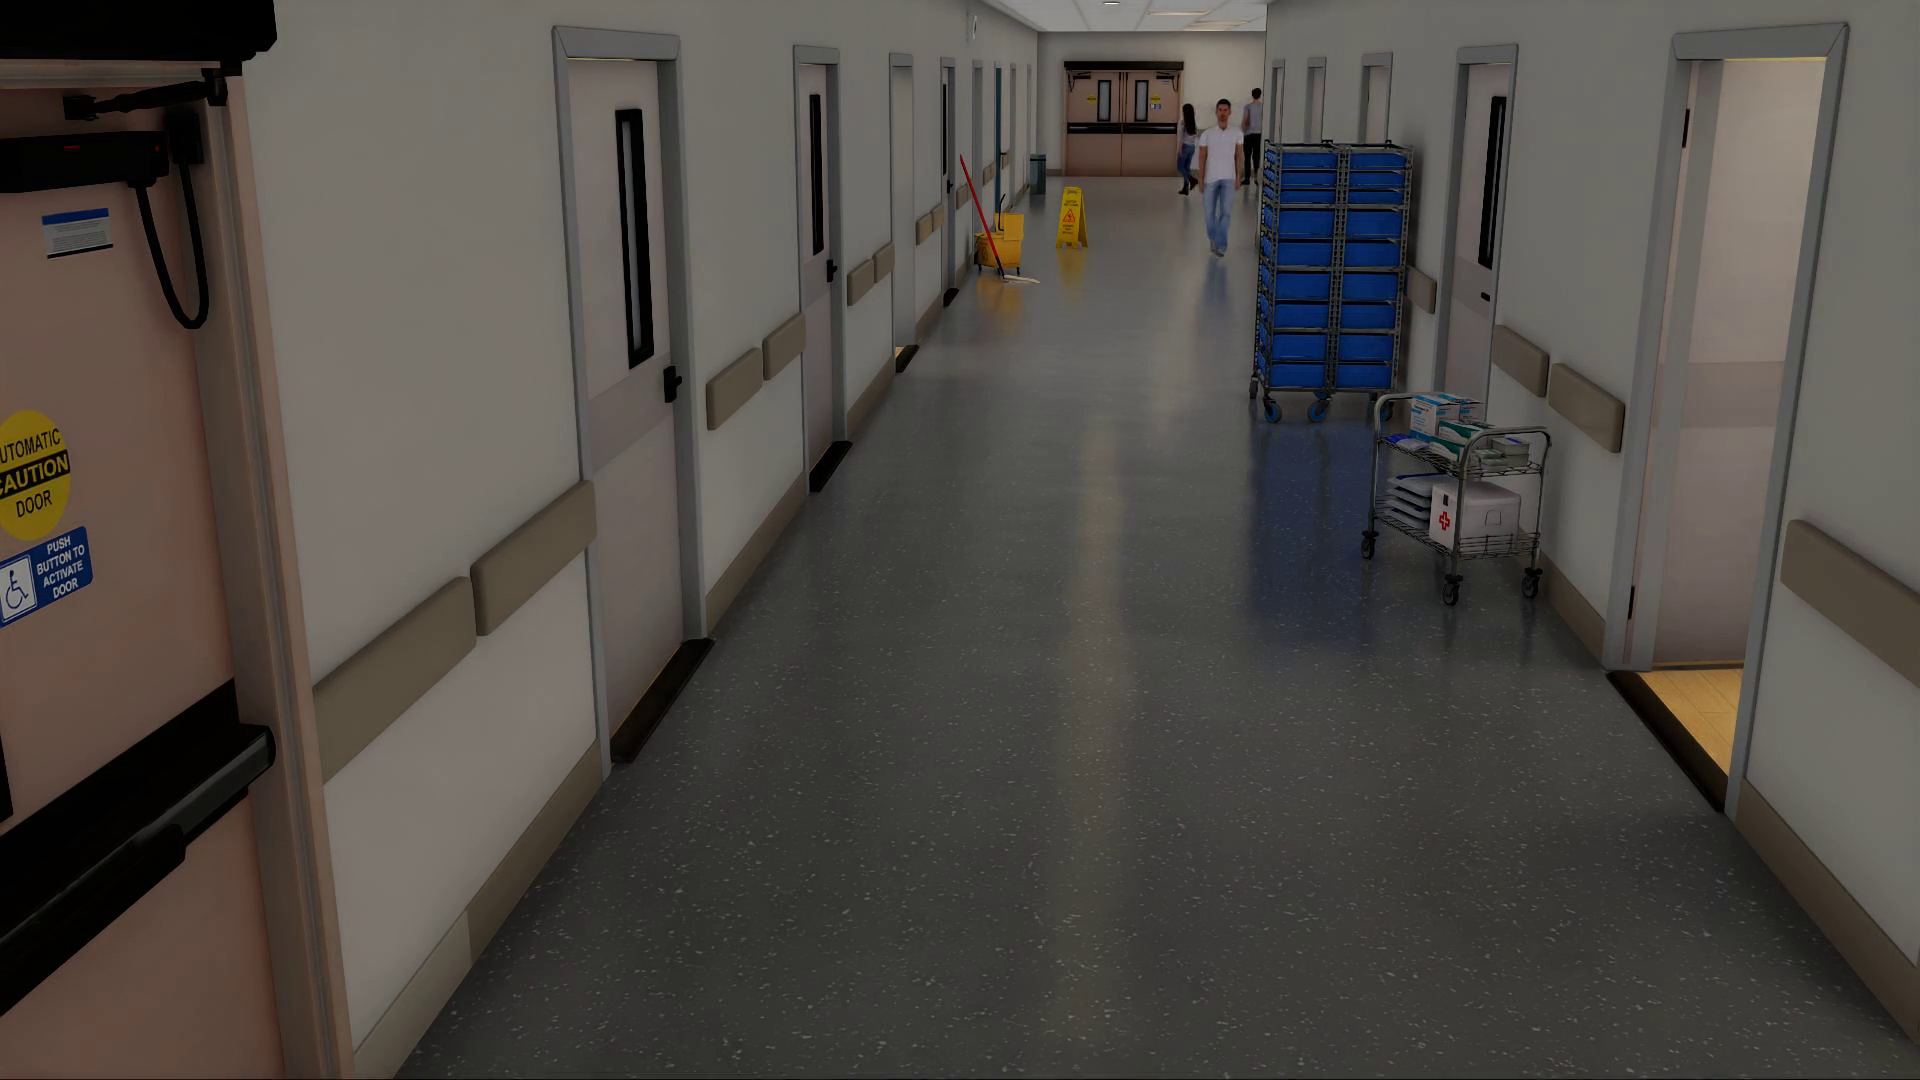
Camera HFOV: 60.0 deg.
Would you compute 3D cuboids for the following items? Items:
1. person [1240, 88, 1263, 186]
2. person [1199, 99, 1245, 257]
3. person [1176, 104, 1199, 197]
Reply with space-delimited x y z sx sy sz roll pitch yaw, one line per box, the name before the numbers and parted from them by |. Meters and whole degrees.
person | 5.808 -8.005 32.989 0.791 1.865 0.754 -2 16 -8
person | 3.150 -4.368 20.141 0.780 1.837 1.174 4 16 13
person | 4.142 -7.021 29.956 0.826 1.617 0.883 -14 21 -40
